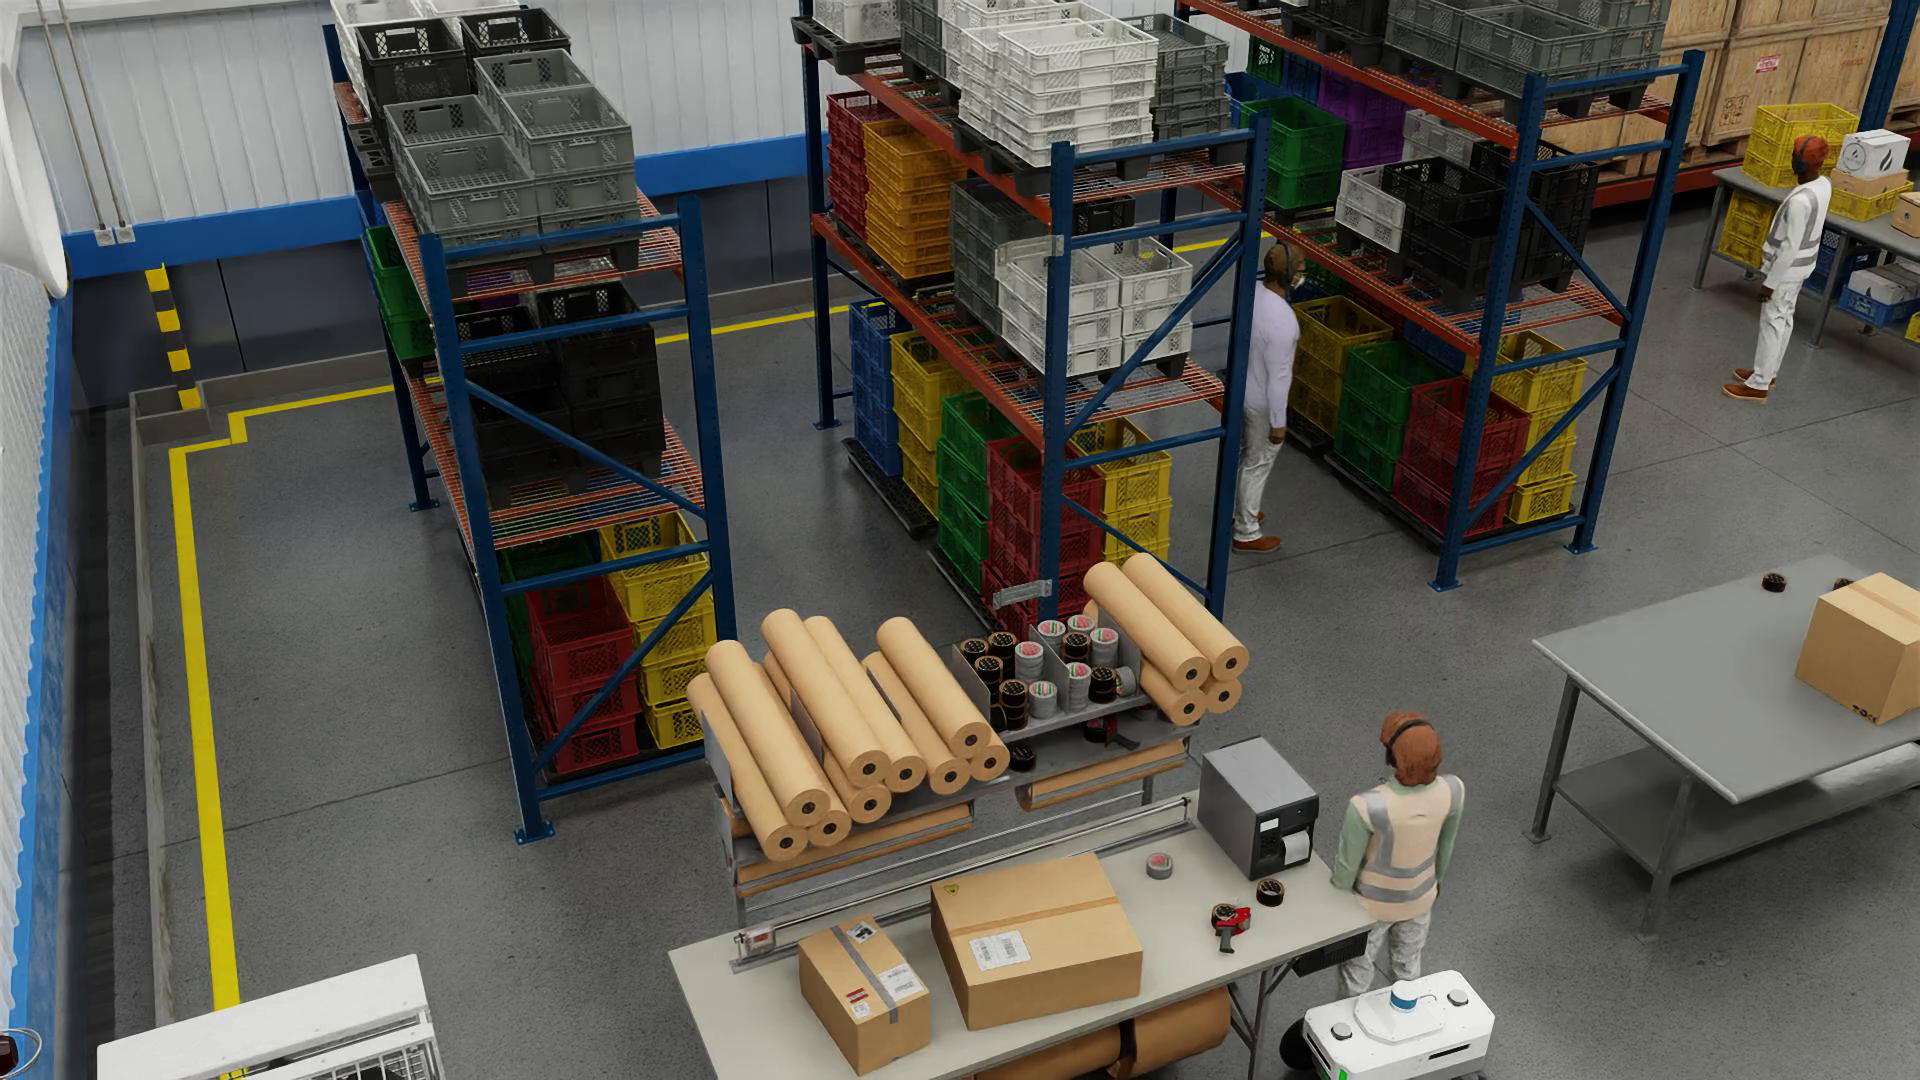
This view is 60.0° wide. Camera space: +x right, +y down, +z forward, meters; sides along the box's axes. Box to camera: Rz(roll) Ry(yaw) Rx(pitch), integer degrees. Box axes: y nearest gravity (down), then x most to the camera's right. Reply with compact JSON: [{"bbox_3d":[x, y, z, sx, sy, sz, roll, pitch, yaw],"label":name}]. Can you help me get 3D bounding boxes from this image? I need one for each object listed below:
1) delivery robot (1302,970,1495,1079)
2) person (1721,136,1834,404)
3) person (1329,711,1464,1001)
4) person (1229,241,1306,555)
[{"bbox_3d":[1.702,1.920,6.471,0.707,0.478,0.477,-10,33,-16],"label":"delivery robot"},{"bbox_3d":[5.659,-1.853,11.425,0.354,1.886,0.572,23,39,33],"label":"person"},{"bbox_3d":[1.656,1.373,6.428,0.526,1.631,0.318,-11,33,-17],"label":"person"},{"bbox_3d":[1.758,-0.823,9.709,0.370,1.932,0.634,-5,32,-9],"label":"person"}]
